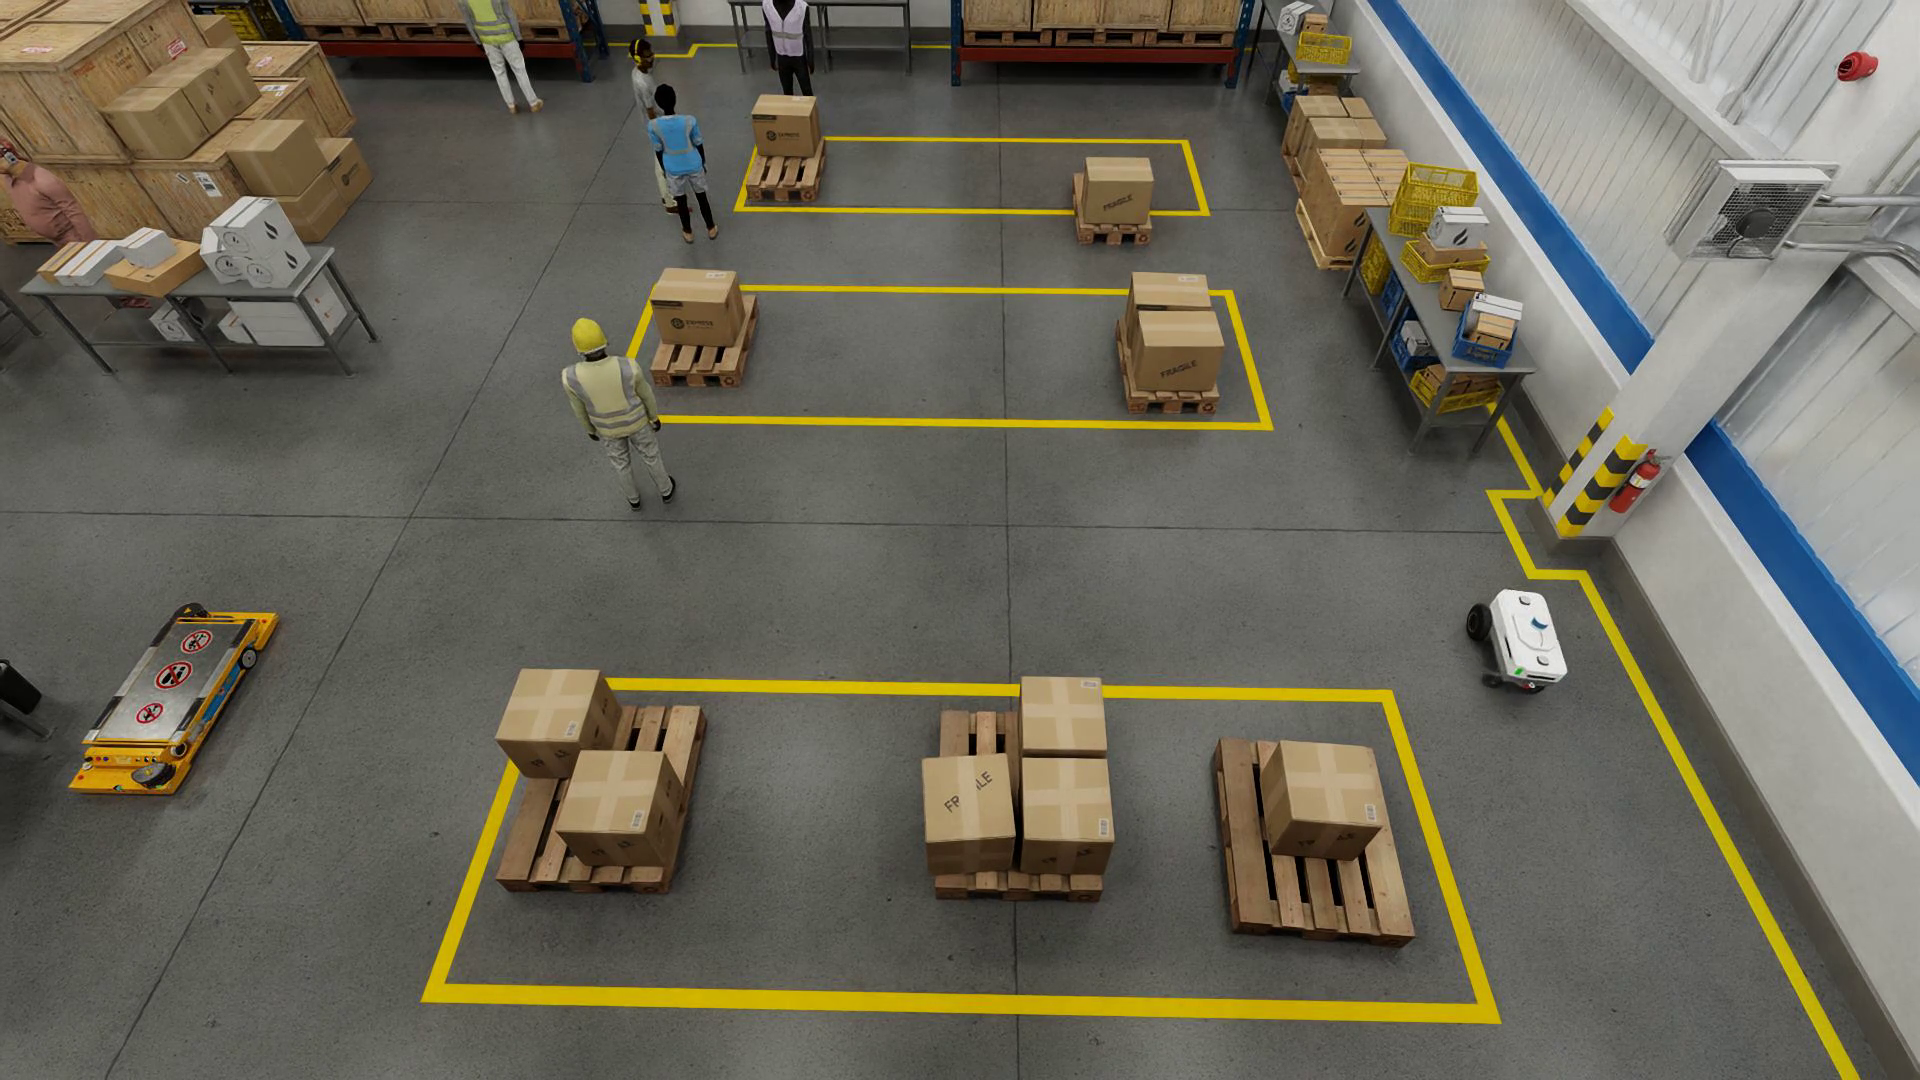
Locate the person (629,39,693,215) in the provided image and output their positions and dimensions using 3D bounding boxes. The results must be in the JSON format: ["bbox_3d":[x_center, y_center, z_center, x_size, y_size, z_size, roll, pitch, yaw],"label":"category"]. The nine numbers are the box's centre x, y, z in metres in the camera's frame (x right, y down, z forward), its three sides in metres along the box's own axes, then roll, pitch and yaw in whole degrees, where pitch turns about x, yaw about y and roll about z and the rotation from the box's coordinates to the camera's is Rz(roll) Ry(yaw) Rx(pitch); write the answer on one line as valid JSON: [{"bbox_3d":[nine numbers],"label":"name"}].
[{"bbox_3d":[-3.356,-4.562,10.173,0.329,1.865,0.513,-16,52,-13],"label":"person"}]

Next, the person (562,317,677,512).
[{"bbox_3d":[-2.638,-0.948,7.134,0.591,1.835,0.403,-13,51,-11],"label":"person"}]

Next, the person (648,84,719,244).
[{"bbox_3d":[-2.956,-3.992,9.797,0.535,1.700,0.318,-12,51,-10],"label":"person"}]

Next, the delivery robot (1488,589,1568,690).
[{"bbox_3d":[4.028,0.700,6.512,0.477,0.478,0.707,7,50,6],"label":"delivery robot"}]

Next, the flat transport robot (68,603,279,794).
[{"bbox_3d":[-5.504,1.072,6.442,0.652,0.197,1.431,1,50,1],"label":"flat transport robot"}]

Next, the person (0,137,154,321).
[{"bbox_3d":[-8.487,-2.890,8.731,0.639,1.908,0.409,16,52,13],"label":"person"}]

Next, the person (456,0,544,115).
[{"bbox_3d":[-5.937,-6.453,11.792,0.619,1.838,0.430,-6,50,-5],"label":"person"}]

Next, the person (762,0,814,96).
[{"bbox_3d":[-2.085,-6.022,11.381,0.592,1.910,0.384,8,50,6],"label":"person"}]
